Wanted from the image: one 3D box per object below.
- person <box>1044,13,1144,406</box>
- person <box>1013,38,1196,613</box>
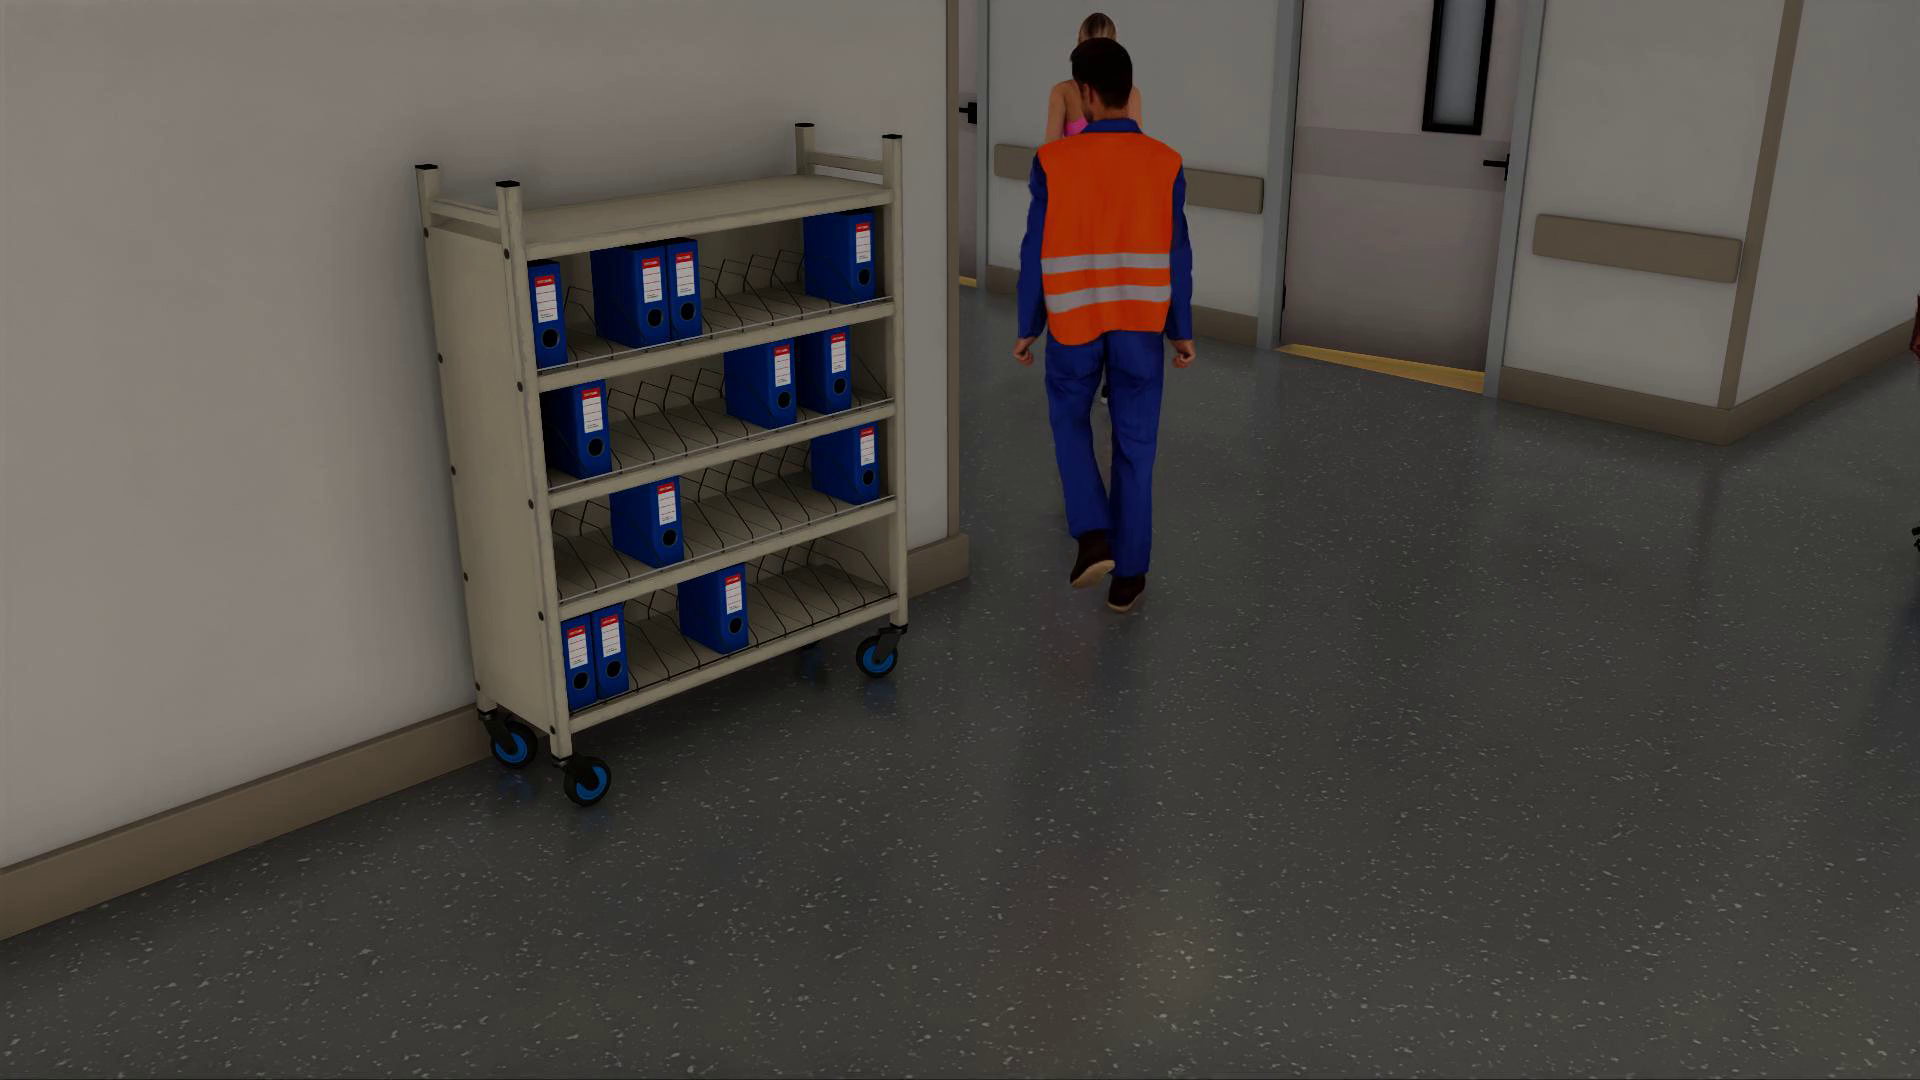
[{"bbox_3d":[0.616,-1.516,7.730,0.683,1.786,0.731,1,21,3],"label":"person"},{"bbox_3d":[0.453,-0.626,5.297,0.924,1.846,0.981,2,21,4],"label":"person"}]
